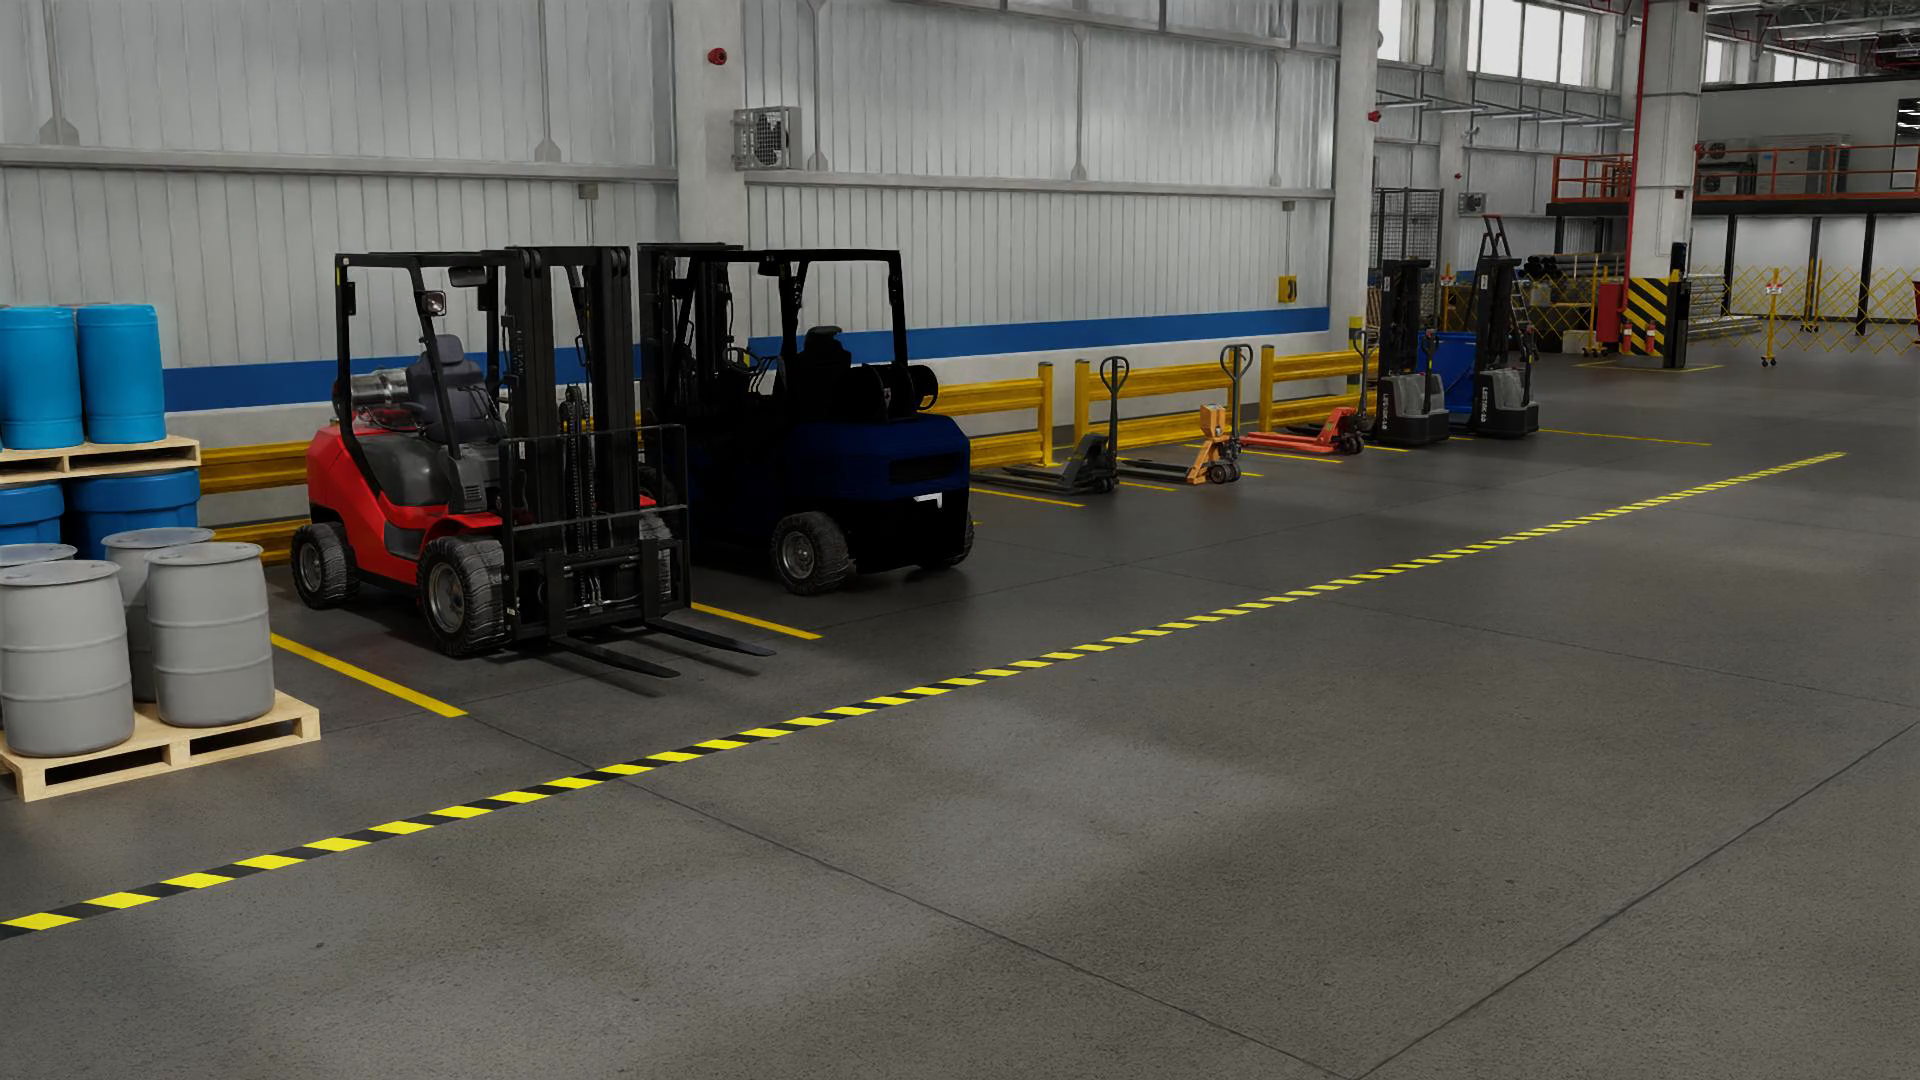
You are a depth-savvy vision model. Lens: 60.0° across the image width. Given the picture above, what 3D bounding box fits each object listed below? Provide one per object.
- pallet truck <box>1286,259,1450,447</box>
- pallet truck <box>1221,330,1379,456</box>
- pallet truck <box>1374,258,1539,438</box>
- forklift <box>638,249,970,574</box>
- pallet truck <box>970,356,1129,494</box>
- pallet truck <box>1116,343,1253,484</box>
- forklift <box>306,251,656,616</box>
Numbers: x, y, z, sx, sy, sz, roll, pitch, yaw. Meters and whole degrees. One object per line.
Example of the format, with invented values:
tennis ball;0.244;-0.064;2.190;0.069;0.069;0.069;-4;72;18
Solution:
pallet truck;4.493;-2.078;18.196;0.823;1.965;1.885;-9;14;-40
pallet truck;3.563;-1.581;17.381;0.653;1.274;1.630;-10;14;-44
pallet truck;5.704;-2.208;18.901;1.885;1.965;0.823;10;14;43
forklift;-1.173;-0.958;11.239;2.680;1.987;1.157;10;14;43
pallet truck;0.784;-1.085;14.876;0.680;1.201;1.601;-10;14;-44
pallet truck;1.962;-1.215;15.415;1.522;1.261;0.704;10;14;43
forklift;-2.833;-0.669;9.694;1.157;1.987;2.680;-10;14;-44
